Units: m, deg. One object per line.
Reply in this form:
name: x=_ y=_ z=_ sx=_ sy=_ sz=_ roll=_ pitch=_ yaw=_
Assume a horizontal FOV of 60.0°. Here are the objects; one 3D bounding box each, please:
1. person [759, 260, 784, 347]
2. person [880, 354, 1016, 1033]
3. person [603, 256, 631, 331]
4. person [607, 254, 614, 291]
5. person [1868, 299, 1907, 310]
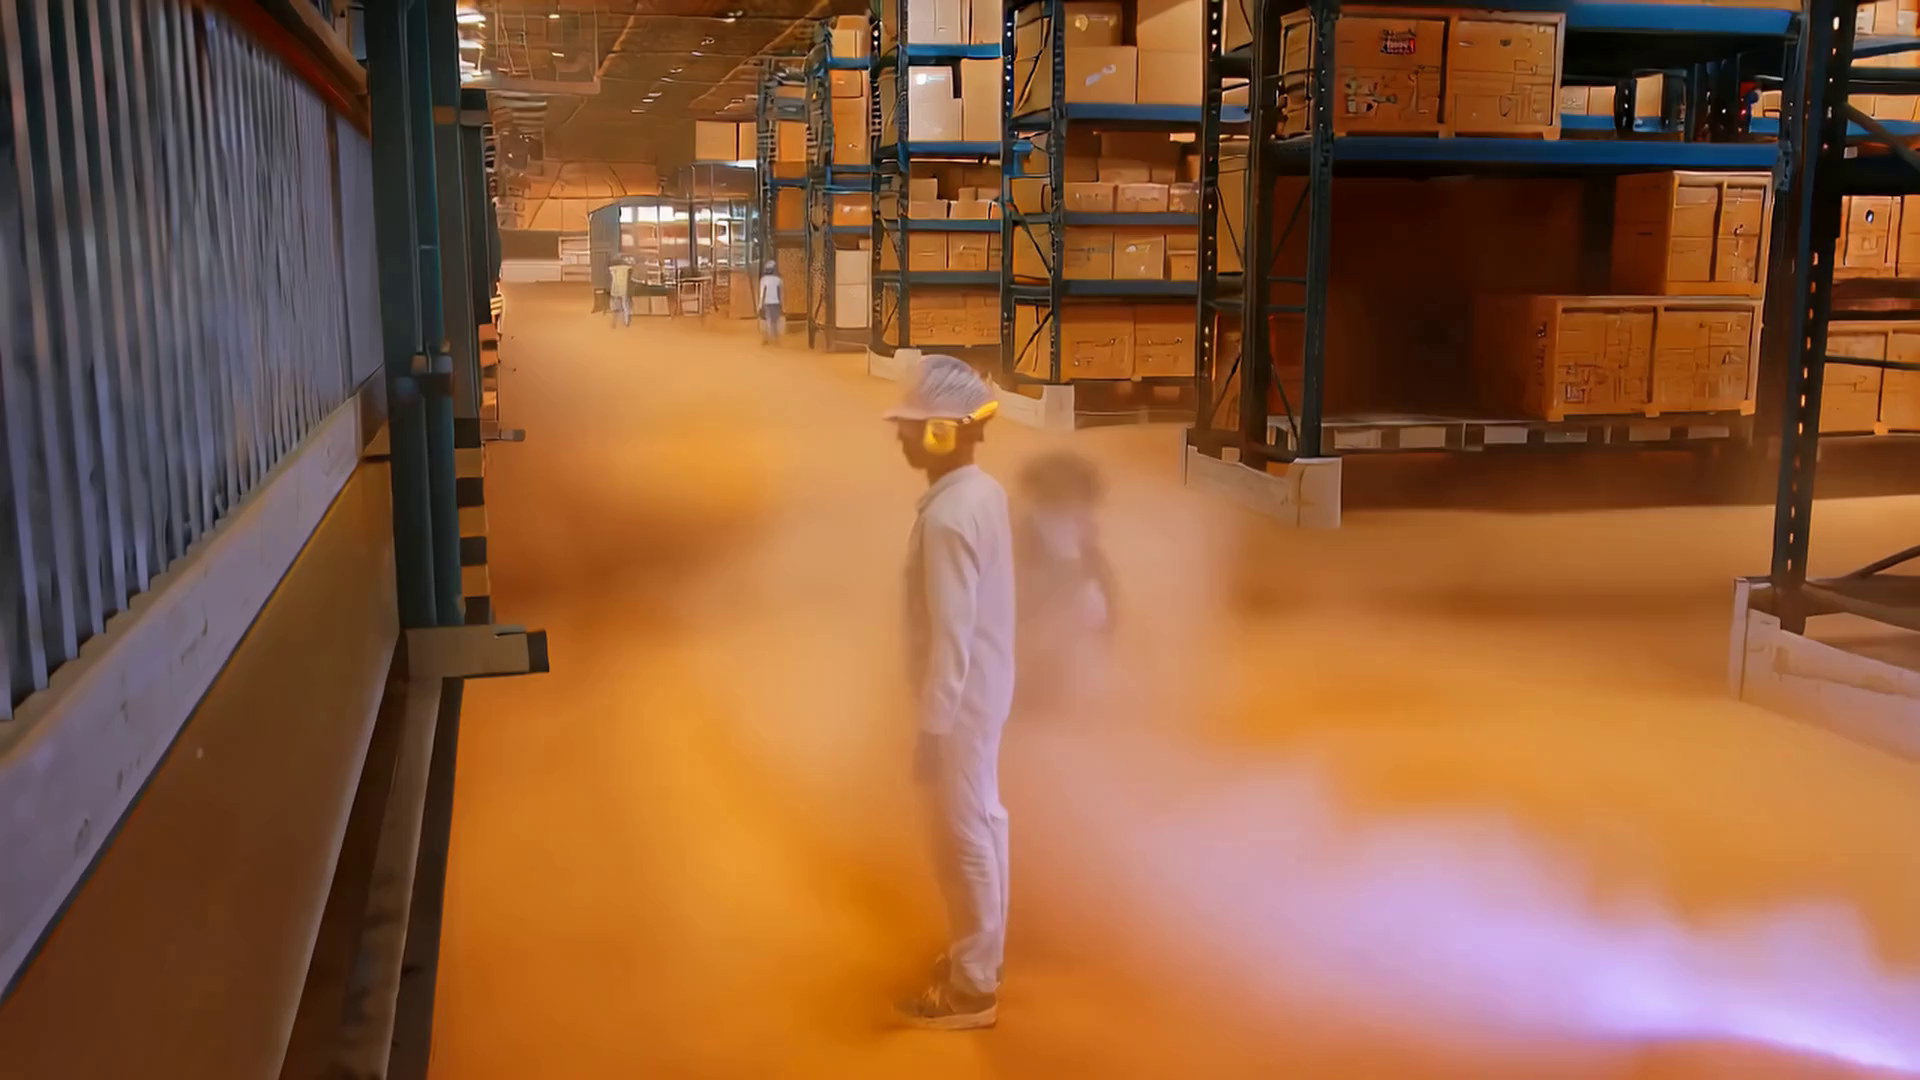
person: x=-3.765 y=-4.731 z=33.369 sx=0.530 sy=1.752 sz=0.554 roll=-3 pitch=11 yaw=-19
person: x=-0.034 y=0.399 z=4.302 sx=0.340 sy=1.752 sz=0.564 roll=2 pitch=10 yaw=10
person: x=-8.287 y=-5.957 z=40.229 sx=0.634 sy=1.783 sz=1.002 roll=-7 pitch=12 yaw=-36
person: x=-13.548 y=-10.287 z=64.693 sx=0.953 sy=1.802 sz=0.574 roll=-3 pitch=11 yaw=-18
person: x=10.392 y=-2.142 z=18.766 sx=0.555 sy=1.726 sz=0.498 roll=-3 pitch=10 yaw=-16
